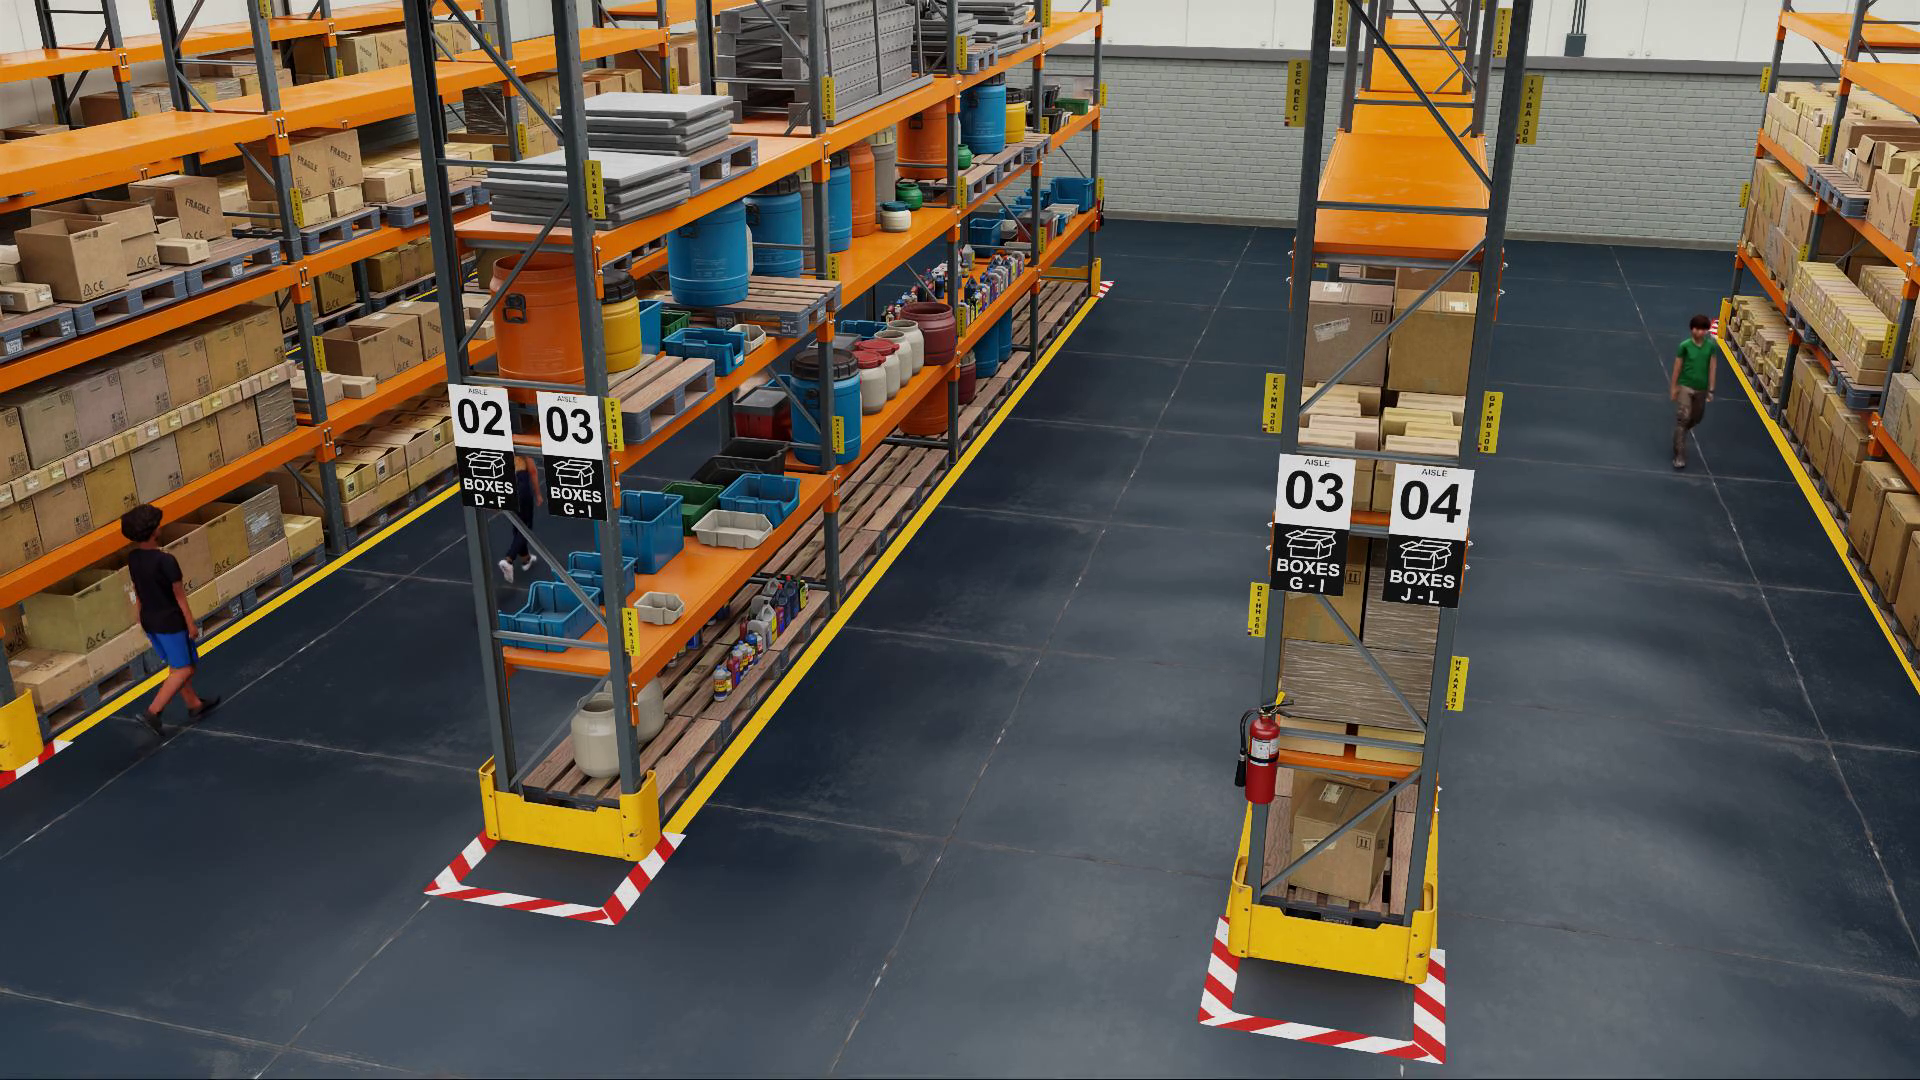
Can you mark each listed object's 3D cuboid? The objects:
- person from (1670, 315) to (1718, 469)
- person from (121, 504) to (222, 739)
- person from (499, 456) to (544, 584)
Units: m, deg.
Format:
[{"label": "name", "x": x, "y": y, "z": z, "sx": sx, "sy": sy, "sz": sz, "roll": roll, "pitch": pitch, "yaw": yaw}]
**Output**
[{"label": "person", "x": 7.916, "y": -1.645, "z": 18.007, "sx": 0.627, "sy": 1.626, "sz": 1.048, "roll": 4, "pitch": 23, "yaw": 10}, {"label": "person", "x": -5.902, "y": 0.623, "z": 12.253, "sx": 0.710, "sy": 1.784, "sz": 1.050, "roll": 9, "pitch": 24, "yaw": 21}, {"label": "person", "x": -4.019, "y": -0.387, "z": 14.958, "sx": 0.603, "sy": 1.606, "sz": 1.017, "roll": 4, "pitch": 23, "yaw": 10}]
